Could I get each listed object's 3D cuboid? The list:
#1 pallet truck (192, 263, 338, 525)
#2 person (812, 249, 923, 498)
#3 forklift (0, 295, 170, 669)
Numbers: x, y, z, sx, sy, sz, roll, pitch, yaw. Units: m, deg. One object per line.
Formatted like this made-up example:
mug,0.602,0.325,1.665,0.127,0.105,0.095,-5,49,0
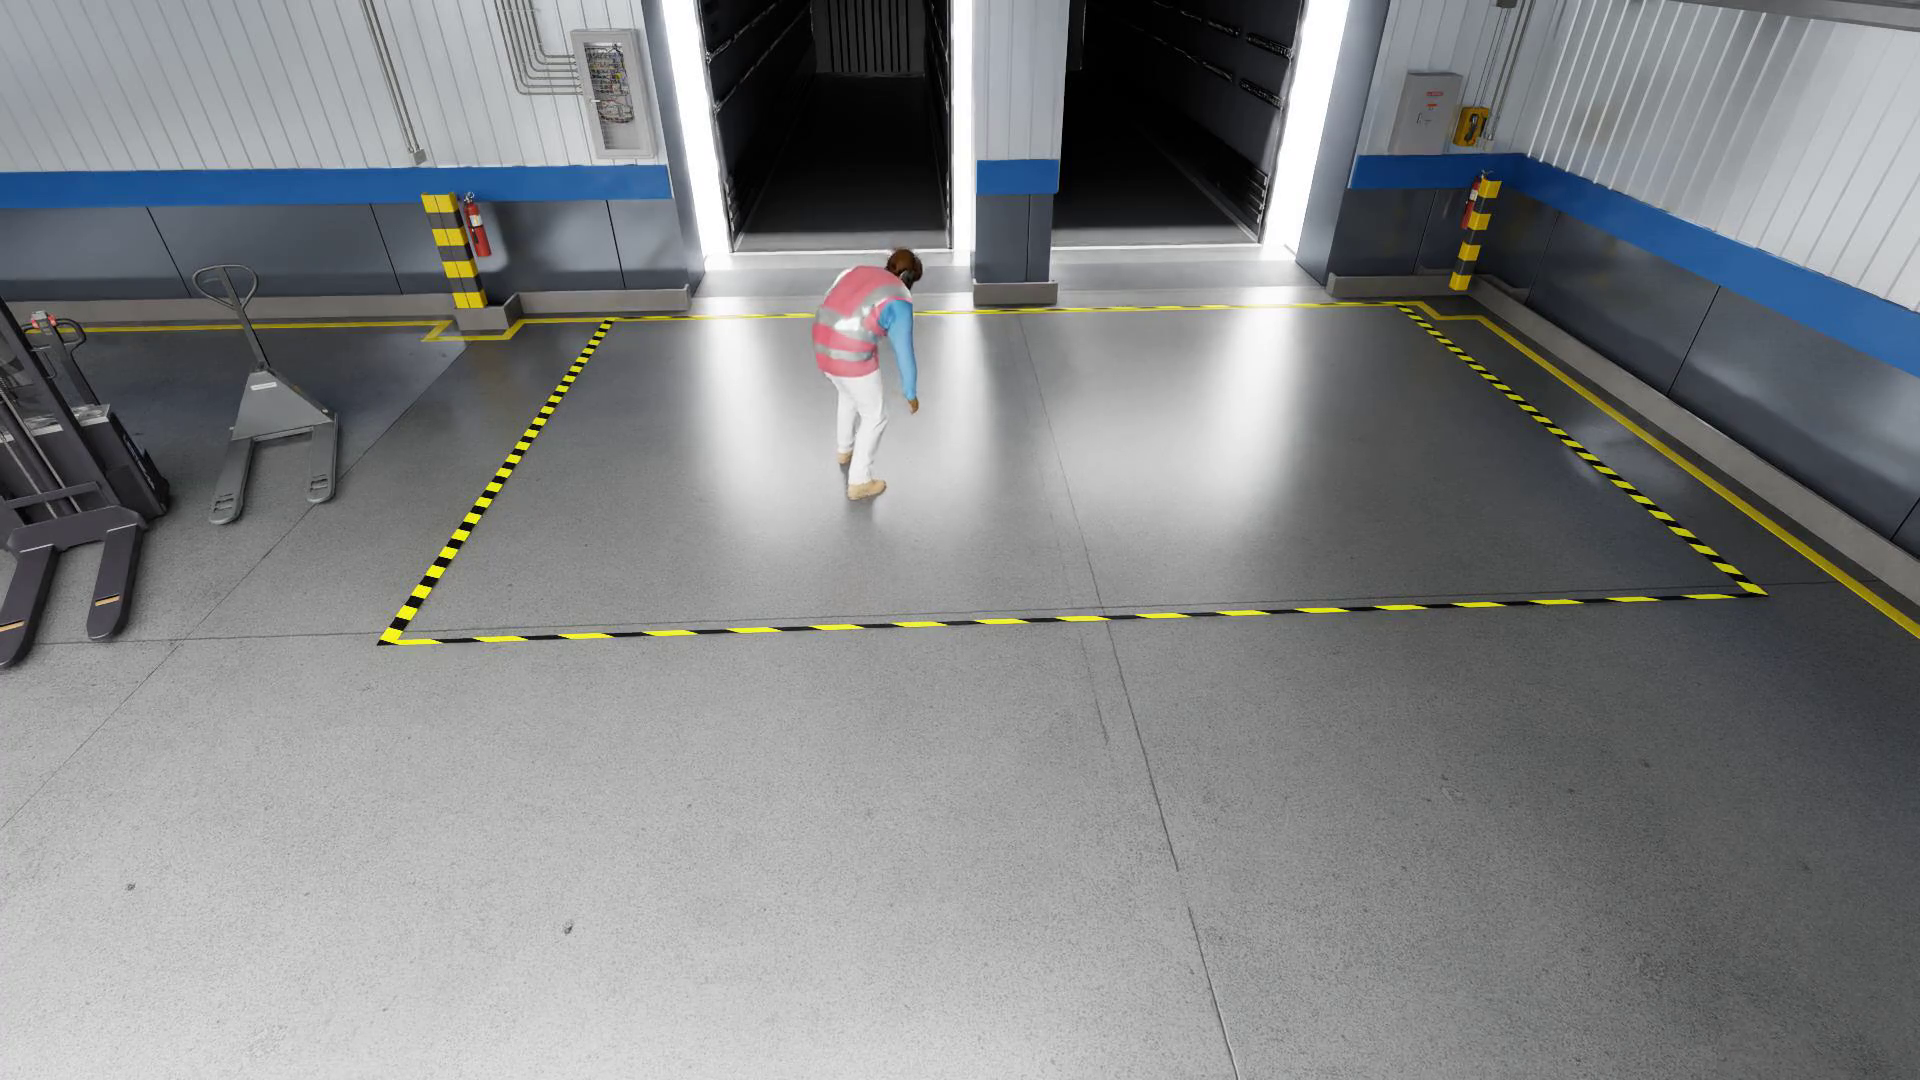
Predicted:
pallet truck,-4.778,-1.027,6.128,0.680,1.201,1.601,-17,38,-23
person,-0.579,-1.116,6.072,0.793,1.465,0.905,27,43,33
forklift,-5.212,-0.618,4.878,0.823,1.965,1.885,-20,39,-26
